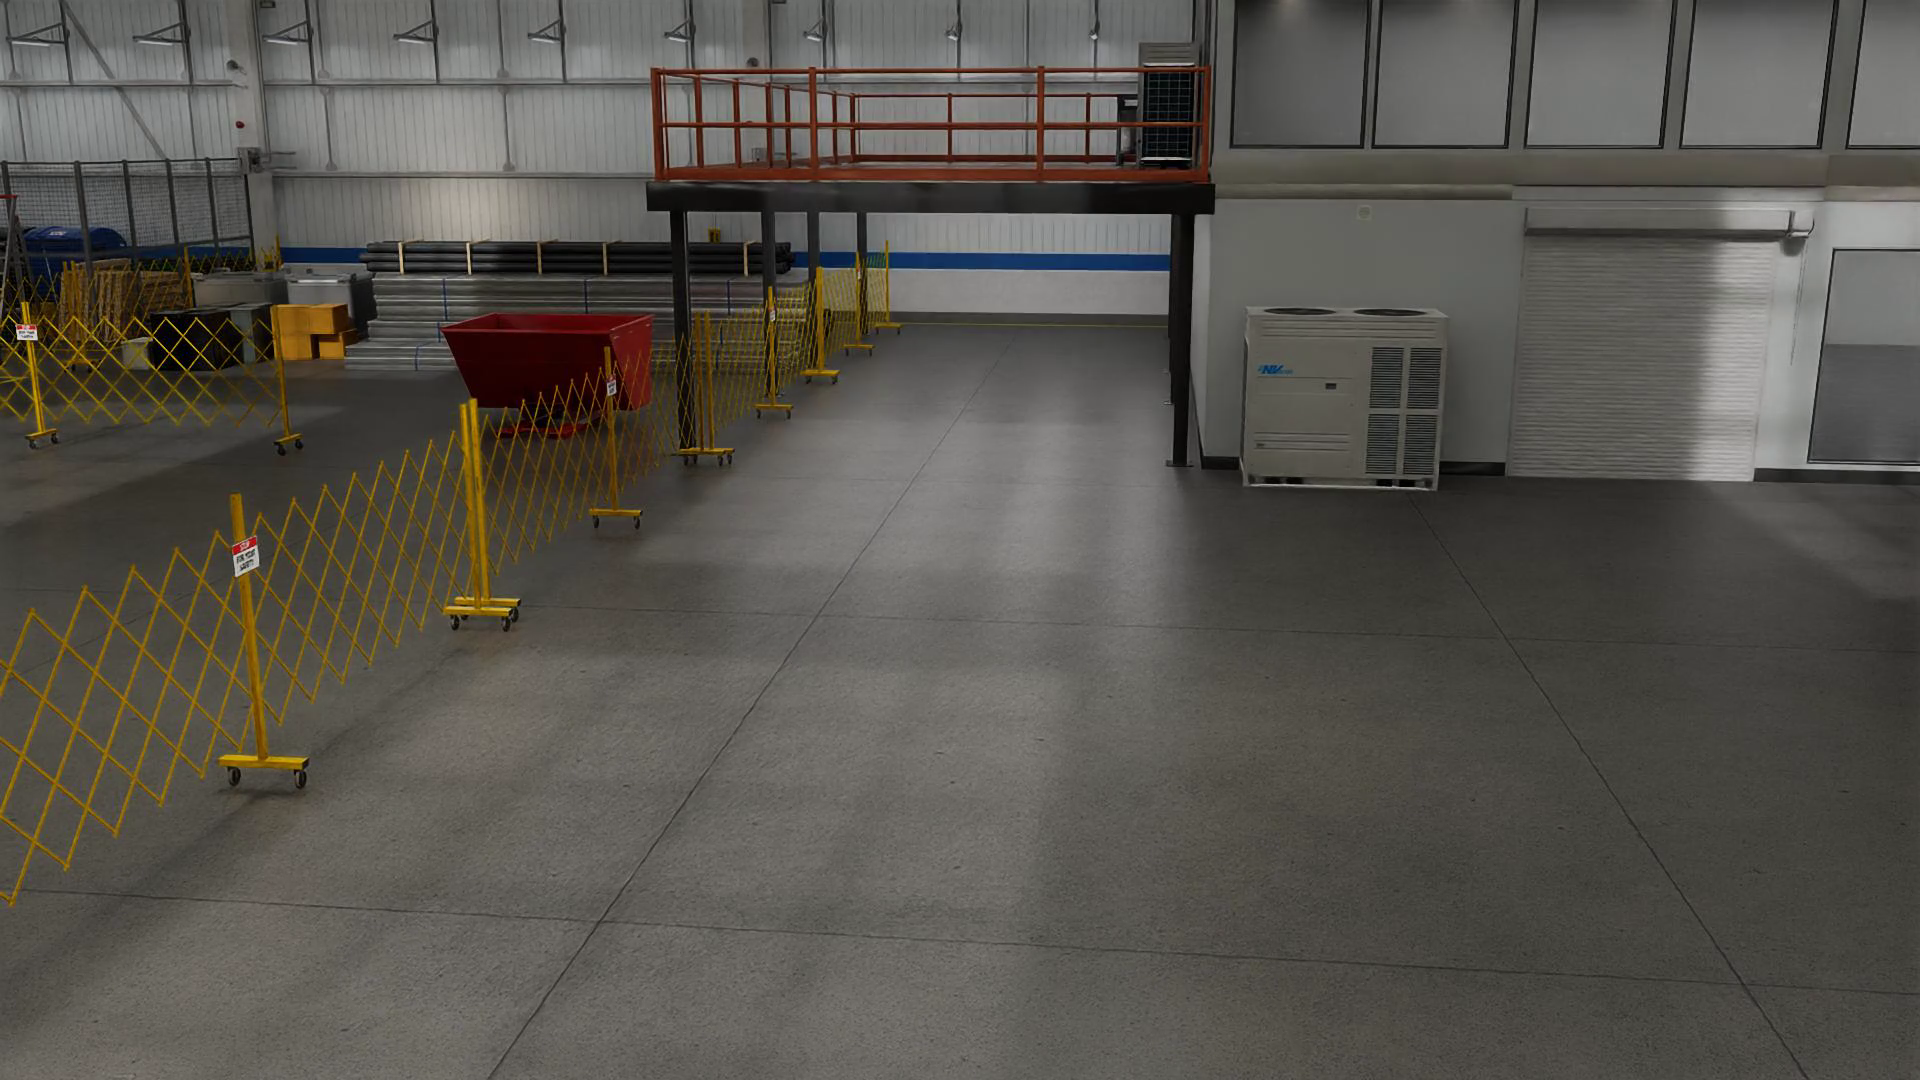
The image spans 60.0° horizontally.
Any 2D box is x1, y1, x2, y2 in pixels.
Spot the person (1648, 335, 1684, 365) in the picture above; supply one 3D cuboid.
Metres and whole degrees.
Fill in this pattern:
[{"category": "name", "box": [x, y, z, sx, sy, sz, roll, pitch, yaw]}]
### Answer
[{"category": "person", "box": [10.485, -3.288, 24.340, 0.636, 1.867, 0.985, -10, 17, -35]}]
